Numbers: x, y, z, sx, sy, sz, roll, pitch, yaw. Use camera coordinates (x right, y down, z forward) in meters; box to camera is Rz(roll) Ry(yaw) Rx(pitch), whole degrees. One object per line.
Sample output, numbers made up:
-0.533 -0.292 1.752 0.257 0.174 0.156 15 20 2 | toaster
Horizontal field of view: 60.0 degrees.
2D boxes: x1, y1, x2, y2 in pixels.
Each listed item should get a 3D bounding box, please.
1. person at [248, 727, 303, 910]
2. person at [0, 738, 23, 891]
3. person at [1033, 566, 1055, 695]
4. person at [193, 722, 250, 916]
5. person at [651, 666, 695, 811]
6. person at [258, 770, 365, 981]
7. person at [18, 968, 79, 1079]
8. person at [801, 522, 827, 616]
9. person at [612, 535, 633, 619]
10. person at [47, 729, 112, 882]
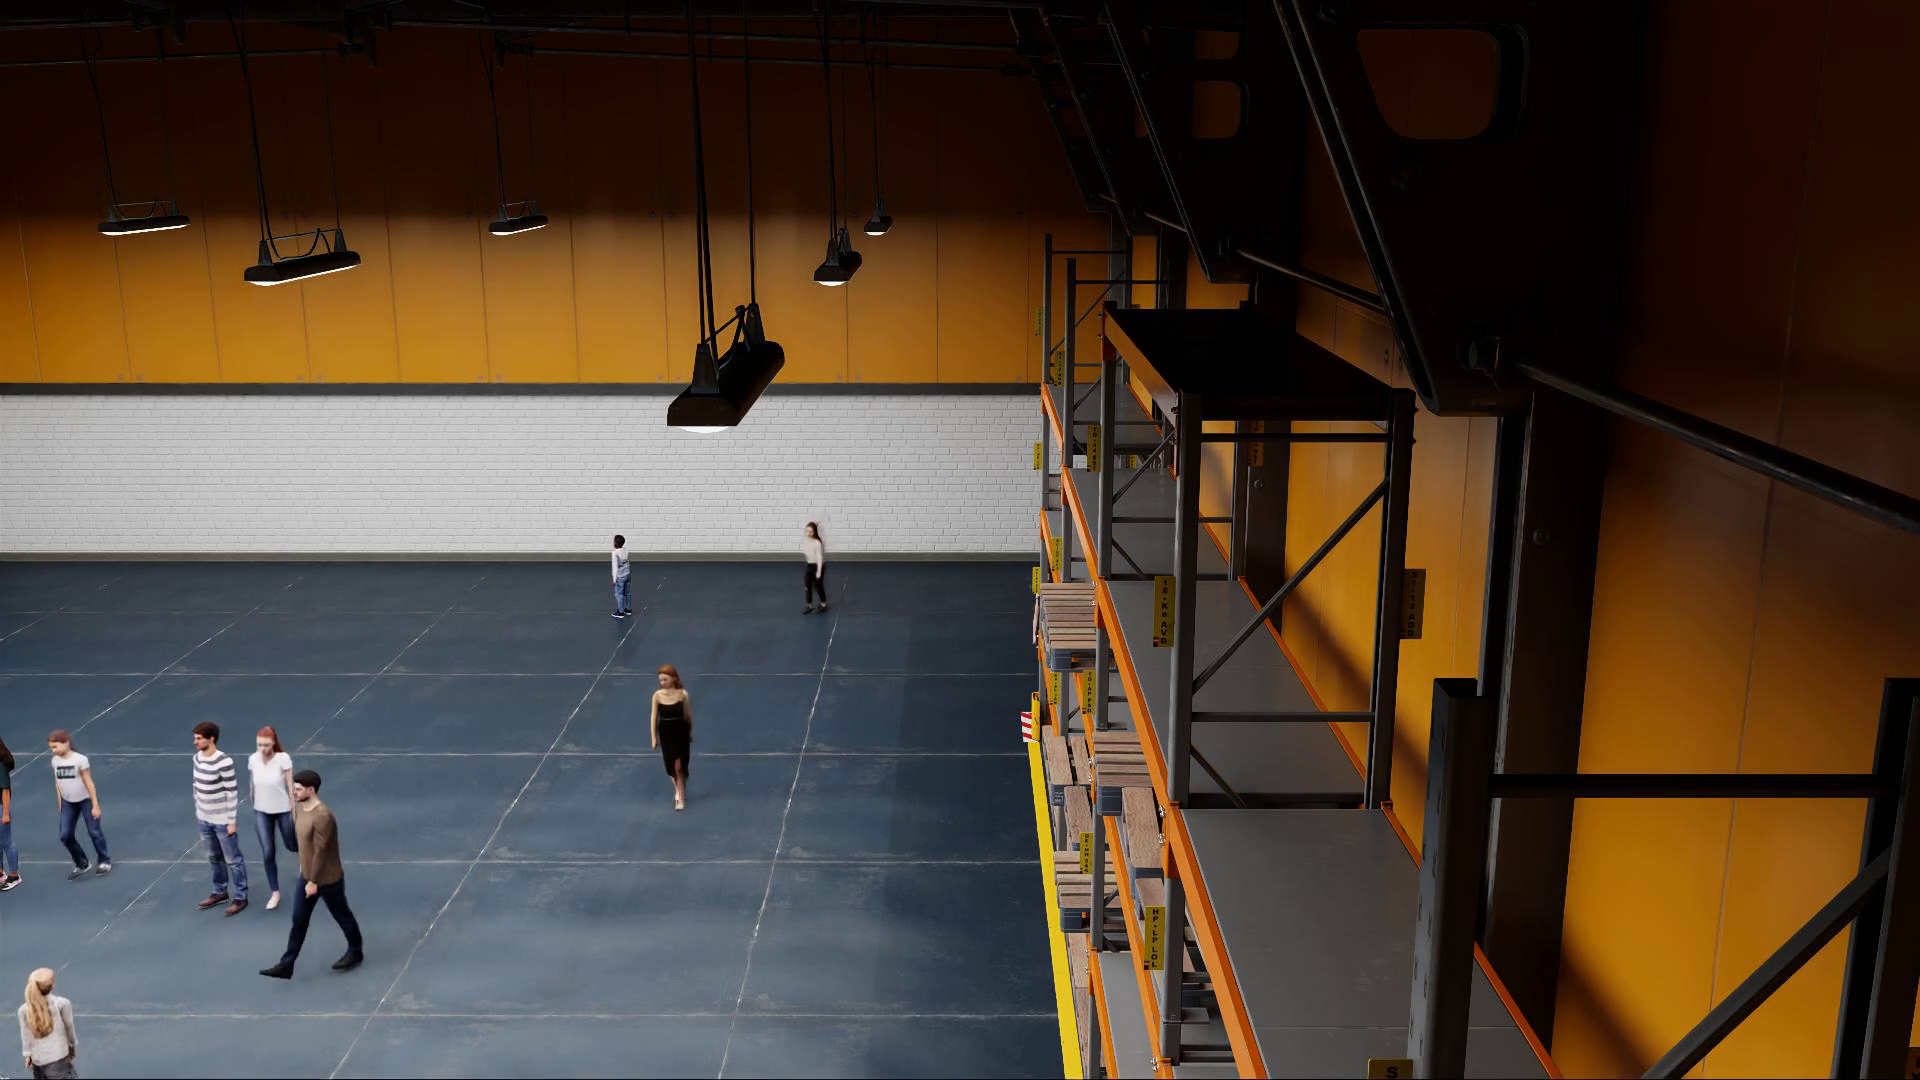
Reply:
-6.457 2.564 15.764 0.612 1.710 1.062 -1 14 -3 | person
-9.284 2.559 15.980 0.691 1.617 0.713 6 15 22 | person
1.172 1.177 21.424 0.680 1.740 0.701 8 16 31 | person
-6.899 2.561 15.471 0.721 1.853 0.706 7 15 28 | person
-3.062 2.090 17.970 0.577 1.592 0.814 -2 14 -8 | person
-5.405 2.851 14.285 1.059 1.848 1.194 10 17 36 | person
-6.561 3.712 11.979 0.676 1.260 0.883 -5 14 -19 | person
-2.170 0.421 25.167 0.758 1.448 0.840 12 18 42 | person
-5.119 0.532 25.109 0.628 1.260 0.550 9 16 33 | person
-8.576 2.534 16.254 0.644 1.536 0.635 -1 14 -5 | person
